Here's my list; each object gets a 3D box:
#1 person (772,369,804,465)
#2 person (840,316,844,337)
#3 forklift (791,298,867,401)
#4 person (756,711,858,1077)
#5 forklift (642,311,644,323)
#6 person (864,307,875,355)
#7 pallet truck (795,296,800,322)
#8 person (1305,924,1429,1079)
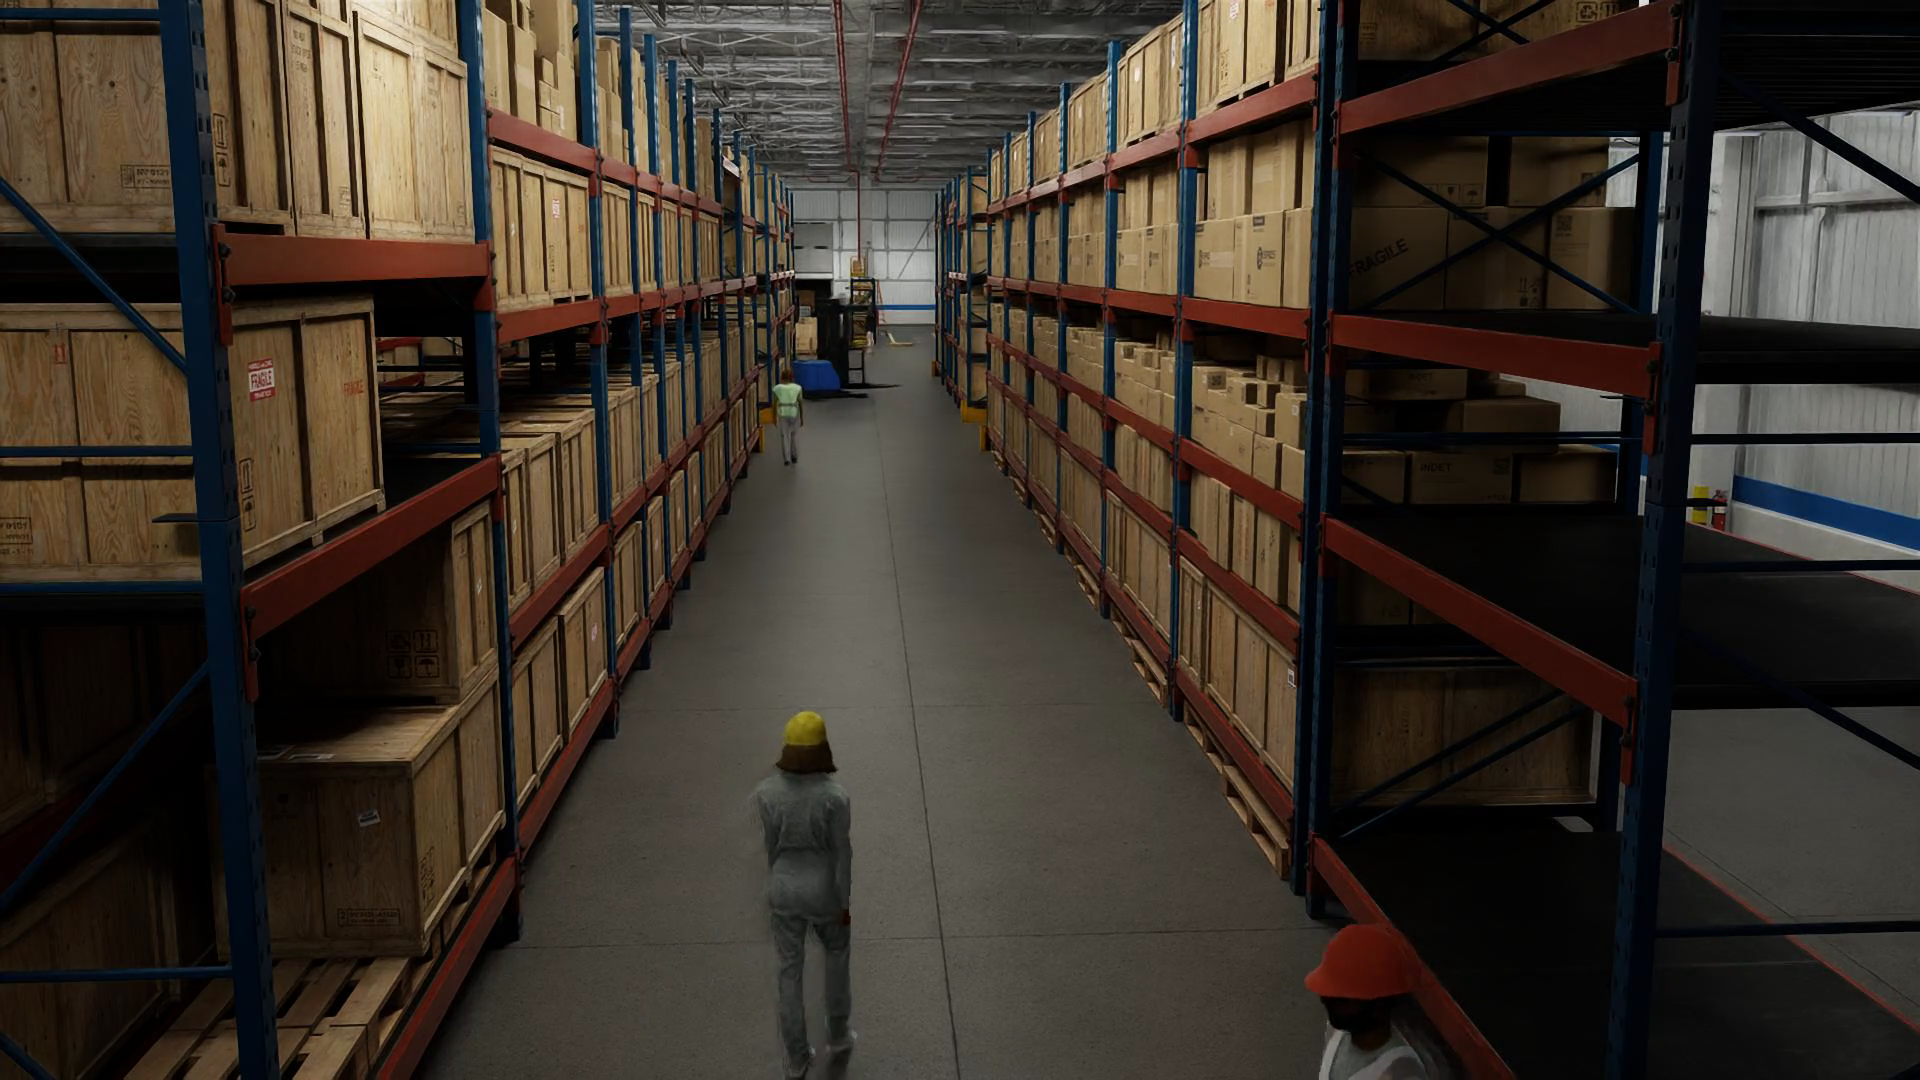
[{"bbox_3d":[-3.276,-2.351,31.716,0.593,1.796,0.935,-1,10,-4],"label":"person"},{"bbox_3d":[-5.084,-8.446,67.794,0.639,1.907,0.840,6,11,30],"label":"person"},{"bbox_3d":[-3.683,-5.332,46.315,1.873,2.768,1.129,-5,11,-29],"label":"forklift"},{"bbox_3d":[-0.720,1.663,7.974,0.482,1.716,0.607,2,10,12],"label":"person"},{"bbox_3d":[-10.309,-6.909,55.736,1.129,2.768,1.873,-1,10,-3],"label":"forklift"},{"bbox_3d":[-3.744,-8.641,68.723,0.382,1.995,0.612,4,10,24],"label":"person"},{"bbox_3d":[-8.622,-12.439,91.403,1.885,1.965,0.823,2,10,13],"label":"pallet truck"},{"bbox_3d":[1.276,2.061,5.041,0.804,1.918,0.553,-1,10,-5],"label":"person"}]
